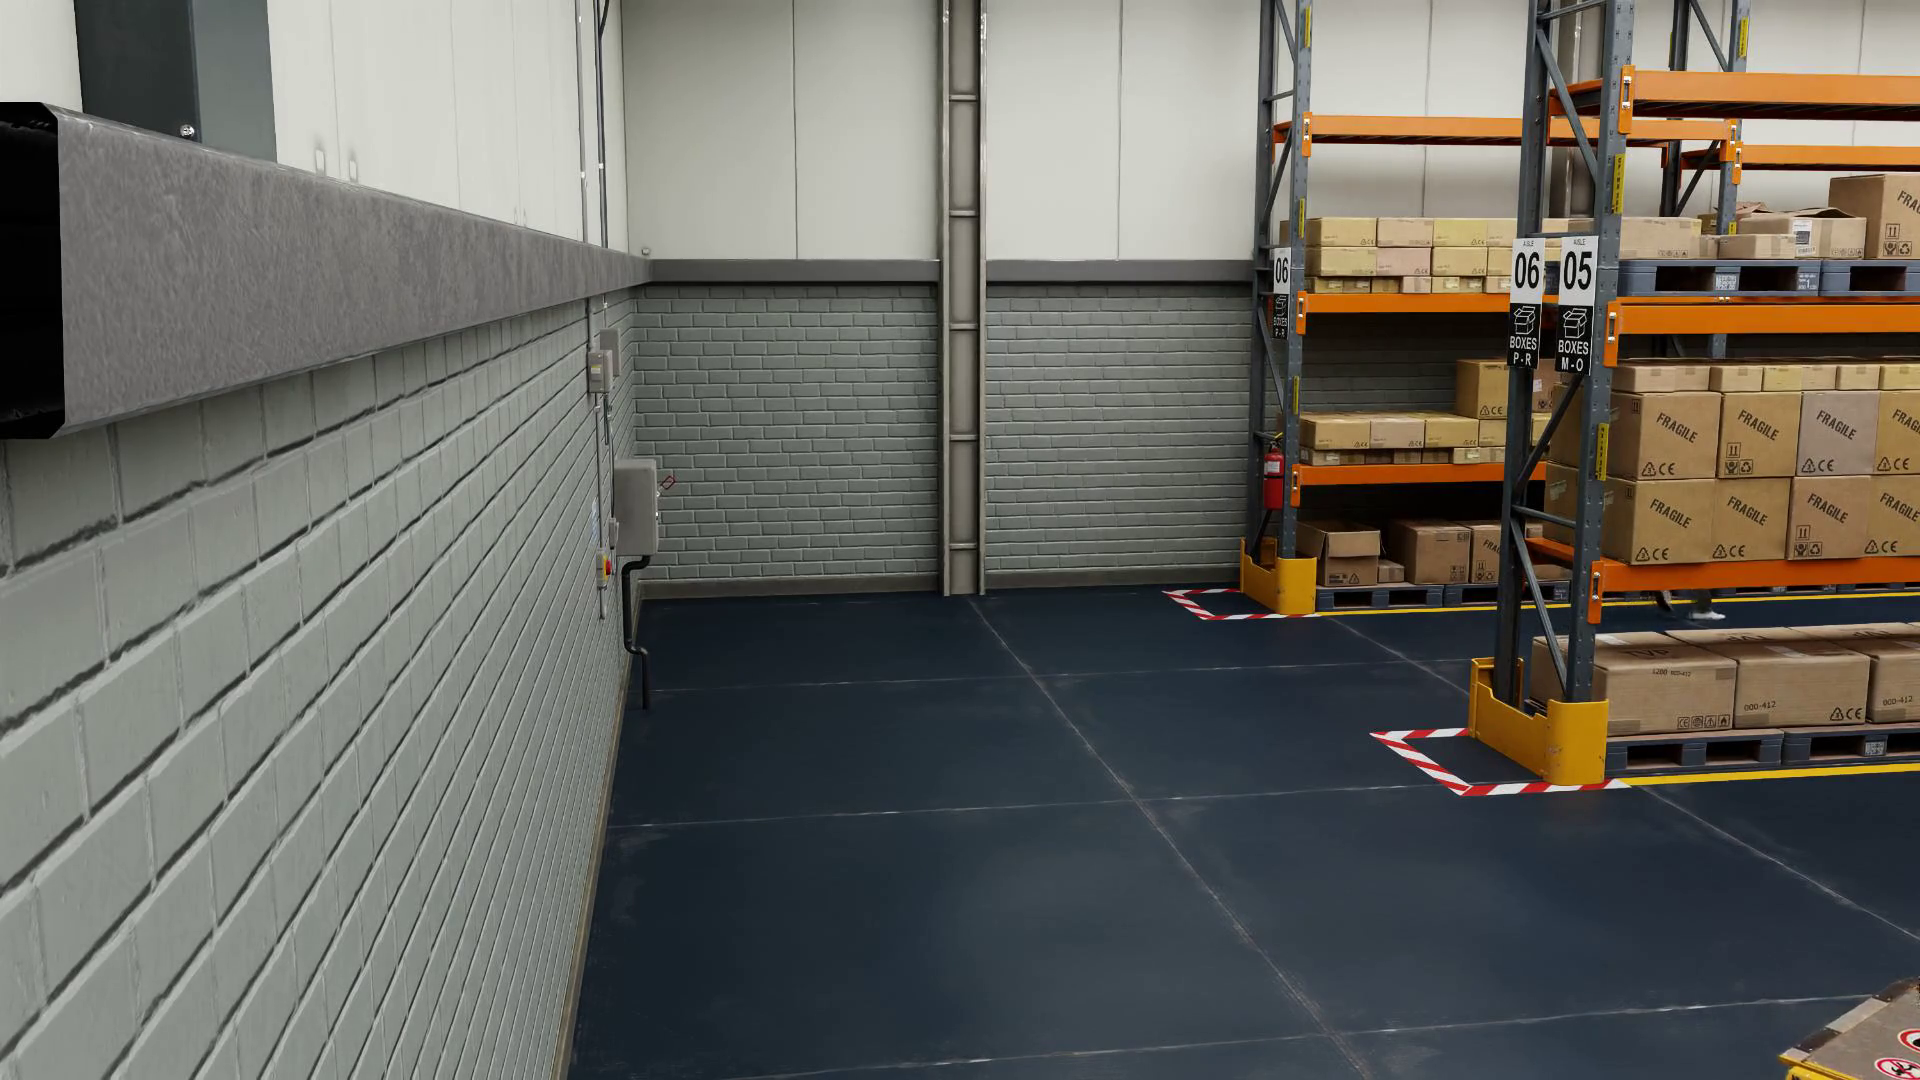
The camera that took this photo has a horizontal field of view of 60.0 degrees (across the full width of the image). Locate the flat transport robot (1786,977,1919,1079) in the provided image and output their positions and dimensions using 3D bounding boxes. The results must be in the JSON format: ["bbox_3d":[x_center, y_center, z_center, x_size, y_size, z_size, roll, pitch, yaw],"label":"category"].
[{"bbox_3d":[3.486,1.935,6.006,1.431,0.197,0.652,-7,12,-39],"label":"flat transport robot"}]

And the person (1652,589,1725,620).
[{"bbox_3d":[6.386,-0.233,14.353,0.549,1.911,0.587,-2,9,-11],"label":"person"}]
